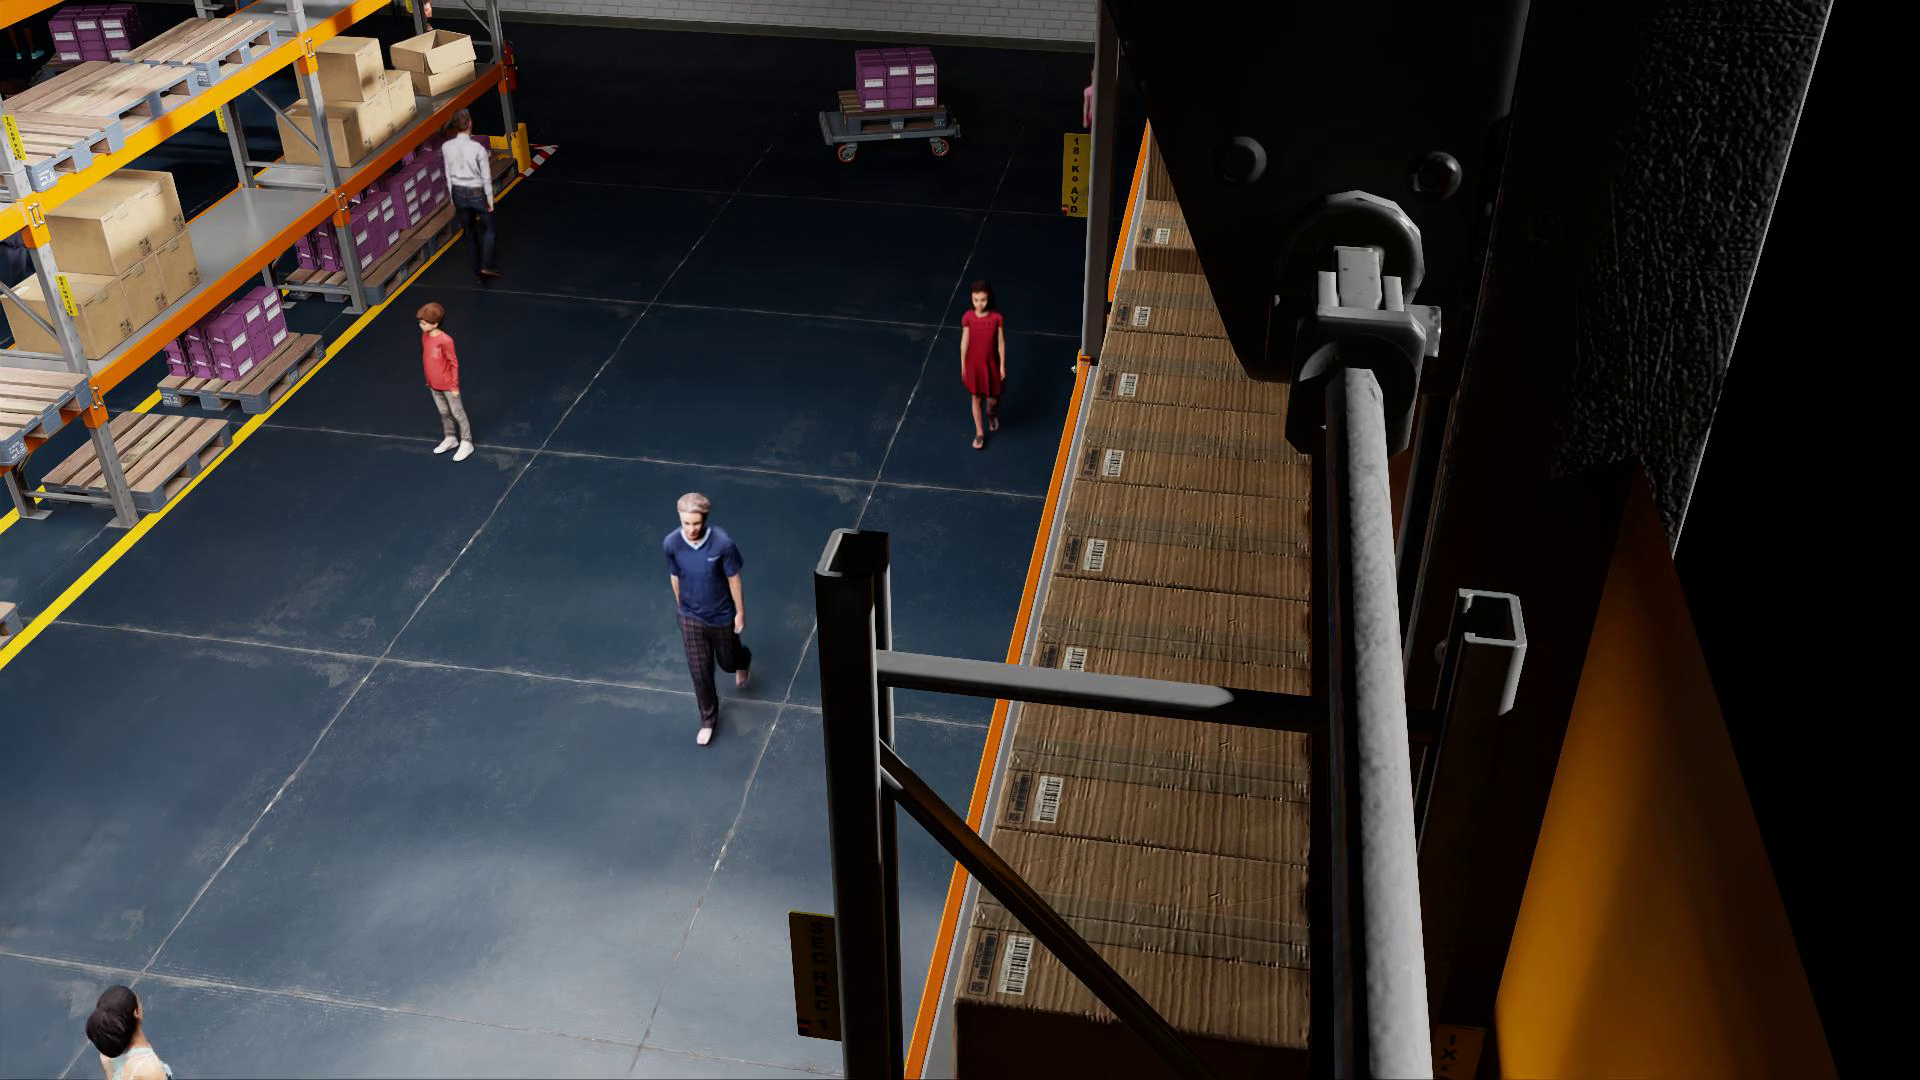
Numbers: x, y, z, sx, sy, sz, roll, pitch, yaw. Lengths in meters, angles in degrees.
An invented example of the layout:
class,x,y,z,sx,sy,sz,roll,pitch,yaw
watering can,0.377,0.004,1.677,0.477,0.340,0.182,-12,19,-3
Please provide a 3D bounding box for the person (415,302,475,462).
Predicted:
class,x,y,z,sx,sy,sz,roll,pitch,yaw
person,-4.362,-1.360,14.073,0.580,1.417,0.579,20,39,27

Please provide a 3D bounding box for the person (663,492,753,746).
class,x,y,z,sx,sy,sz,roll,pitch,yaw
person,-1.638,0.434,10.989,0.713,1.844,1.018,2,34,4

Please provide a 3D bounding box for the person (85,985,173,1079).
class,x,y,z,sx,sy,sz,roll,pitch,yaw
person,-3.689,2.782,7.556,1.042,1.733,0.933,-28,43,-35

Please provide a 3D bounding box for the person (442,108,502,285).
class,x,y,z,sx,sy,sz,roll,pitch,yaw
person,-4.985,-3.447,16.861,0.696,1.808,0.703,2,34,3

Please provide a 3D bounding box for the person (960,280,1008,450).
class,x,y,z,sx,sy,sz,roll,pitch,yaw
person,0.210,-1.545,14.241,0.597,1.540,0.764,2,34,2

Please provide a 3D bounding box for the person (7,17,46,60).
class,x,y,z,sx,sy,sz,roll,pitch,yaw
person,-13.249,-7.589,23.168,0.591,1.724,0.596,0,34,-1
